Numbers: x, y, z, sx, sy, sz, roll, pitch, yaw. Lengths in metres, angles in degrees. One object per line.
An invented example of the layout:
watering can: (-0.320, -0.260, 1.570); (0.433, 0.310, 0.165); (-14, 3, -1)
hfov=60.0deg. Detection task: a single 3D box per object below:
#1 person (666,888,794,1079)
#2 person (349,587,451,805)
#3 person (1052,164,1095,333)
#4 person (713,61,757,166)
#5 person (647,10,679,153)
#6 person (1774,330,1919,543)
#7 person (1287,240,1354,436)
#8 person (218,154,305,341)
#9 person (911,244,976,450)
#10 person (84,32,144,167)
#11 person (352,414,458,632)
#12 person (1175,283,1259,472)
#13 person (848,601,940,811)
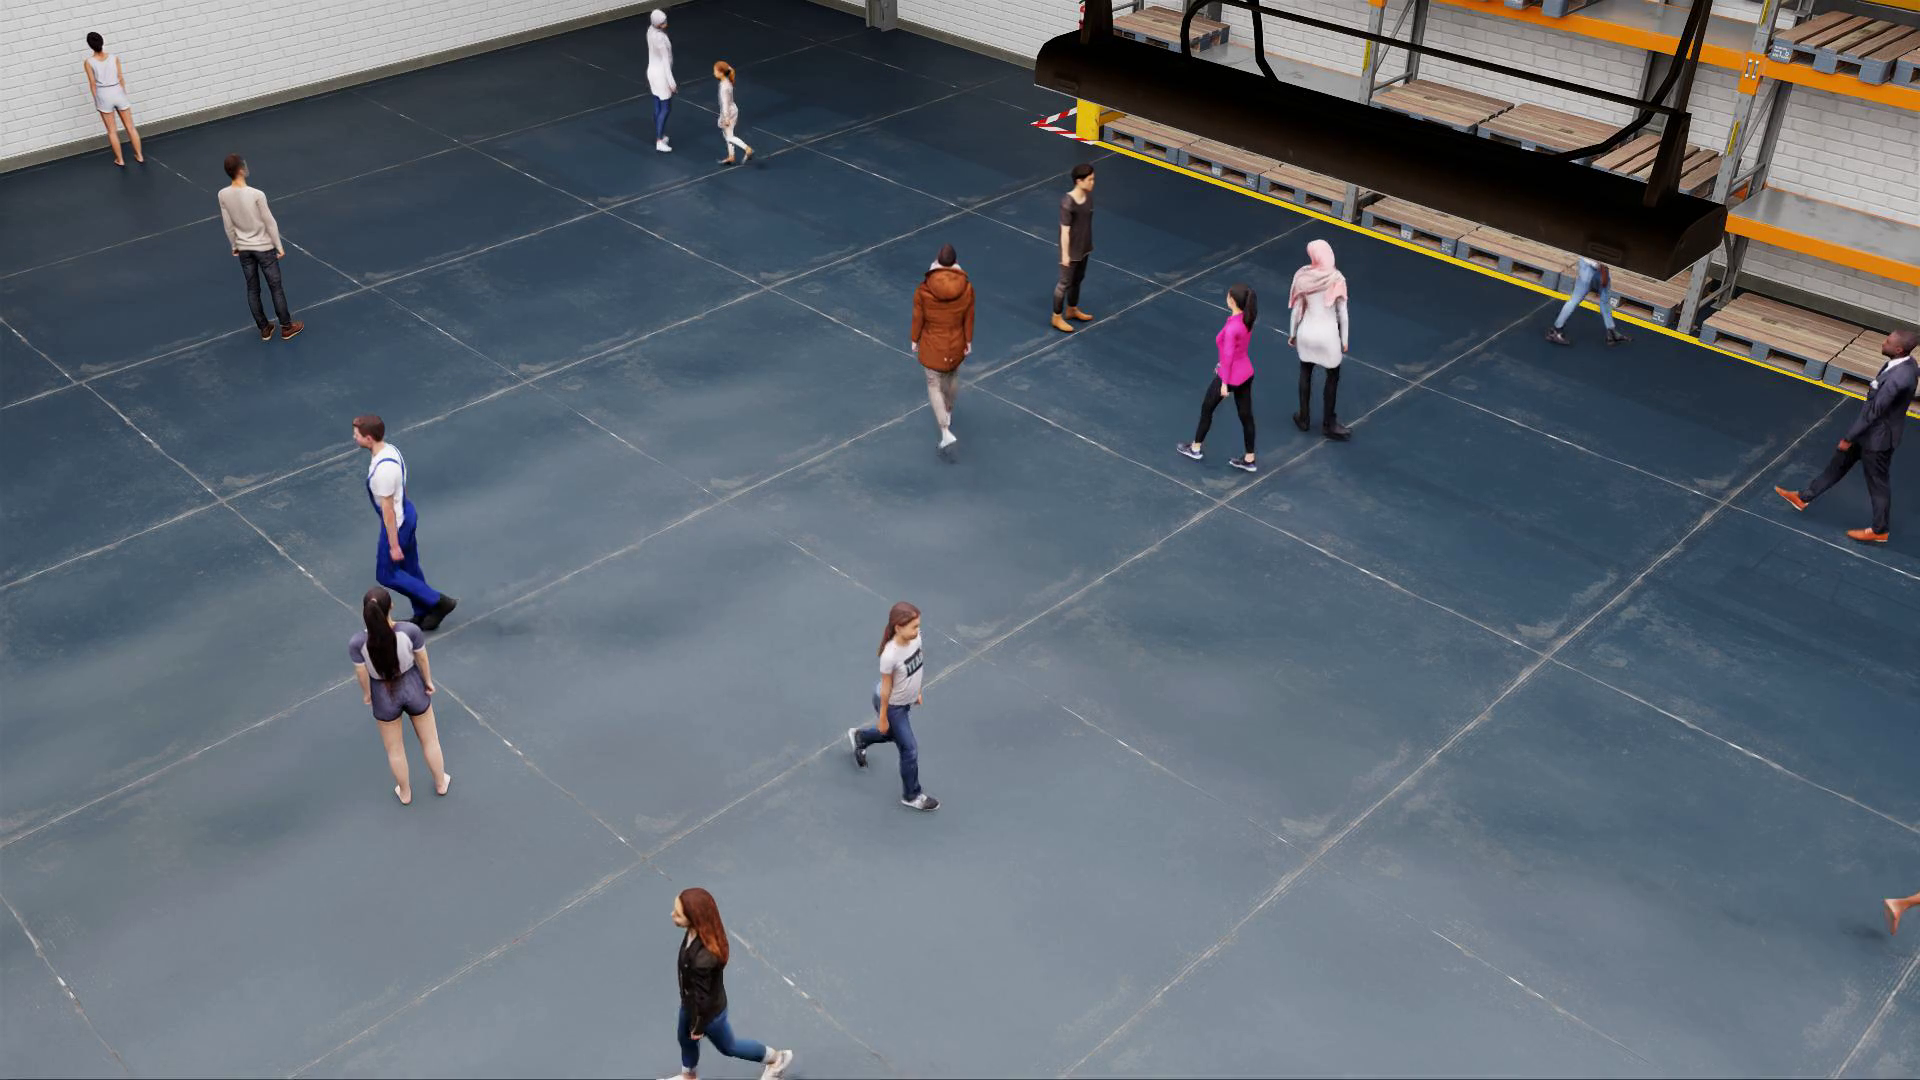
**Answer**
person: (-1.247, 2.384, 8.659); (0.877, 1.452, 0.973); (-10, 35, -15)
person: (-3.564, 0.987, 10.581); (0.665, 1.650, 0.647); (-13, 36, -19)
person: (1.111, -2.897, 16.374); (0.583, 1.708, 0.651); (23, 40, 31)
person: (-2.748, -5.148, 20.133); (0.817, 1.296, 0.765); (1, 34, 2)
person: (-3.743, -5.725, 20.591); (0.862, 1.749, 0.653); (-27, 42, -34)
person: (7.304, -0.774, 13.110); (1.219, 1.784, 0.866); (19, 38, 26)
person: (3.171, -1.746, 14.579); (0.641, 1.778, 0.977); (27, 42, 34)
person: (-6.836, -2.833, 16.134); (0.723, 1.865, 0.797); (2, 34, 3)
person: (-0.131, -1.647, 14.398); (1.042, 1.813, 1.229); (-10, 35, -14)
person: (-10.288, -5.352, 20.154); (0.559, 1.612, 0.516); (-26, 42, -34)
person: (-3.974, -0.093, 12.040); (0.881, 1.835, 0.830); (-6, 34, -9)
person: (2.411, -1.338, 14.067); (1.004, 1.664, 0.690); (21, 39, 29)
person: (-0.467, 1.006, 10.664); (1.066, 1.529, 0.723); (21, 39, 28)
